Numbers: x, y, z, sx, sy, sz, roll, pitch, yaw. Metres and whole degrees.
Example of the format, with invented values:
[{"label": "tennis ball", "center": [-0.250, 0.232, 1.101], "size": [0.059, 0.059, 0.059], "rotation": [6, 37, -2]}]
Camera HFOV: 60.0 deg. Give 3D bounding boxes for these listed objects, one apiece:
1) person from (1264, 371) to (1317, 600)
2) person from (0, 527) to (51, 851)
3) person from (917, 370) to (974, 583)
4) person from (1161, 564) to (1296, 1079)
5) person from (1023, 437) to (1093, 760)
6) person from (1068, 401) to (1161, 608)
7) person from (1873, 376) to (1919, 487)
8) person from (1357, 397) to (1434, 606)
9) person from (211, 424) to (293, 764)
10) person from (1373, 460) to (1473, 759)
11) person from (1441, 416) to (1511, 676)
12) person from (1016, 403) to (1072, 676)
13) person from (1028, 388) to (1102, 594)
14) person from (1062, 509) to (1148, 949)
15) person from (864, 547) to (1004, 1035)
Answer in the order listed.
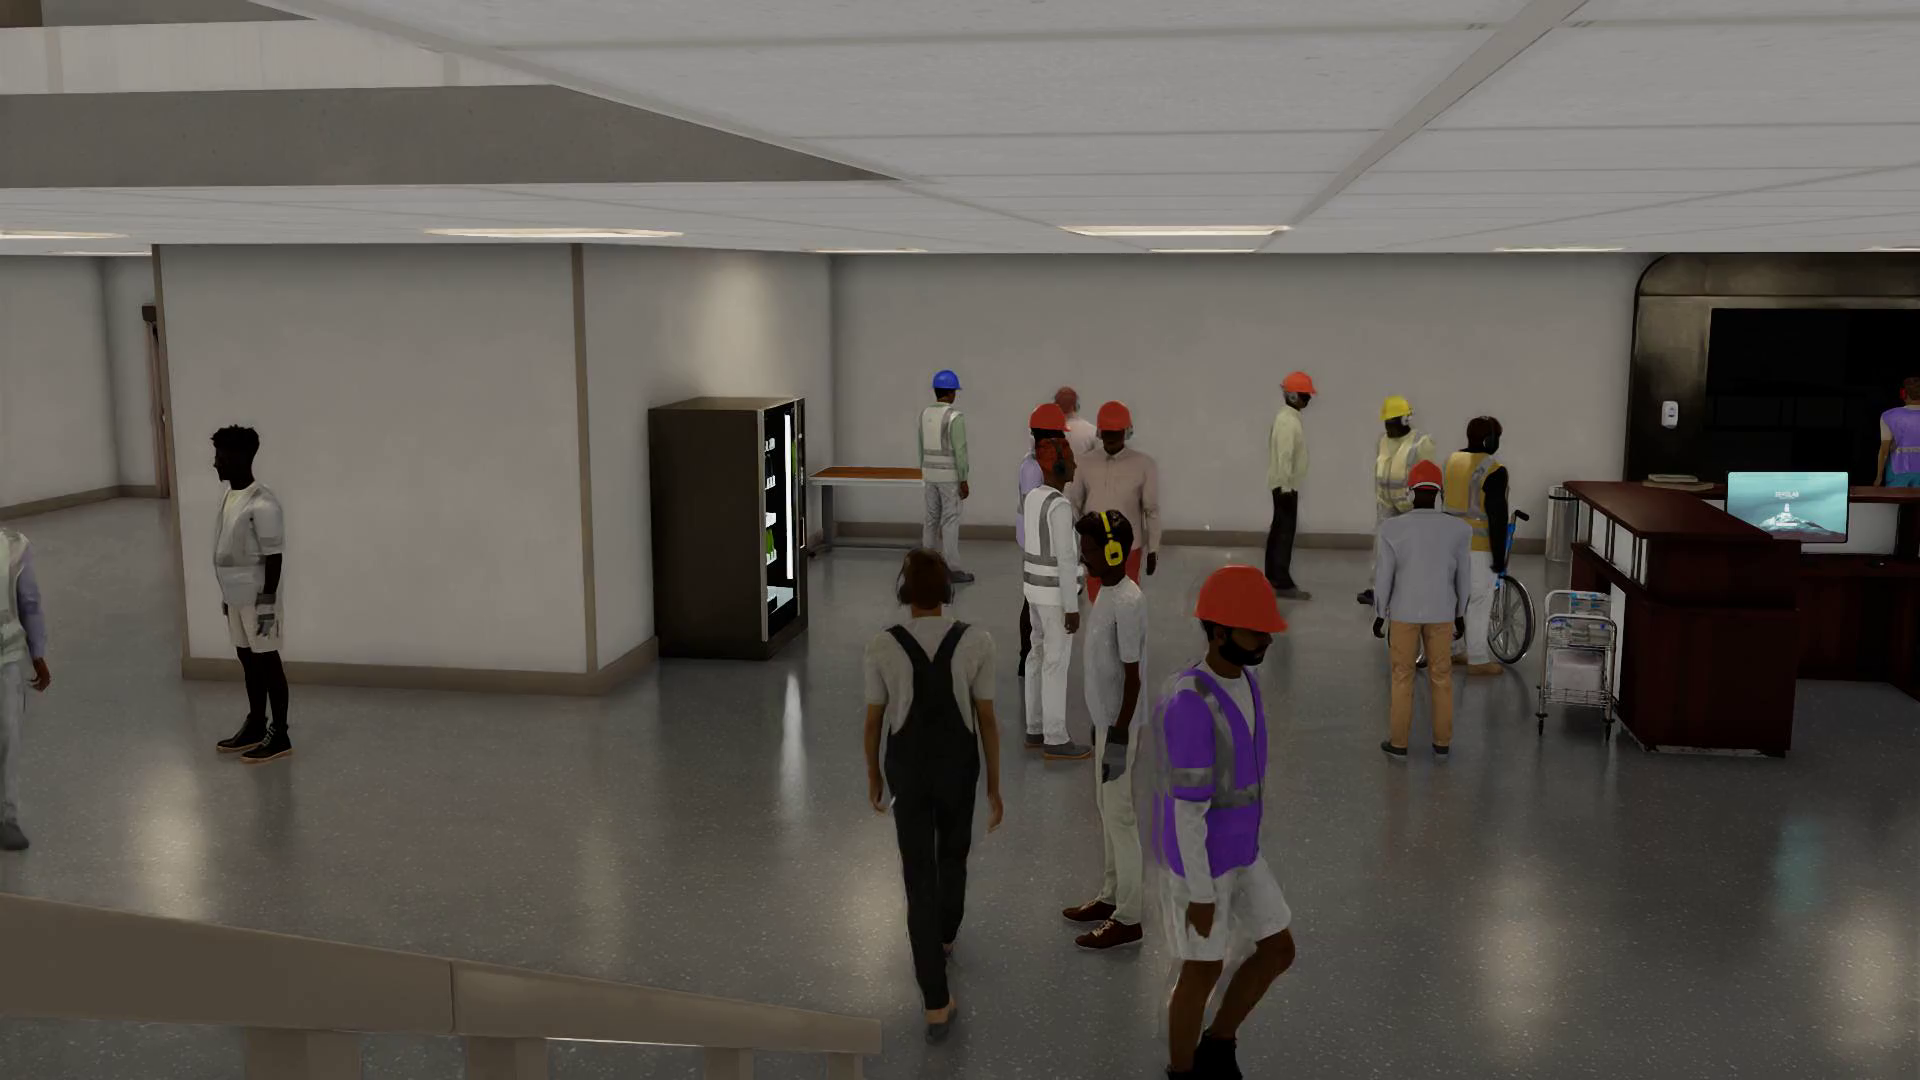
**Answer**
[{"label": "person", "center": [2.881, -0.492, 14.557], "size": [0.396, 1.991, 0.618], "rotation": [2, 9, 11]}, {"label": "person", "center": [-4.756, 0.585, 8.061], "size": [0.459, 1.927, 0.631], "rotation": [7, 12, 37]}, {"label": "person", "center": [-0.139, -0.578, 15.192], "size": [0.384, 1.948, 0.605], "rotation": [-8, 12, -42]}, {"label": "person", "center": [0.873, 1.021, 5.410], "size": [0.474, 1.917, 0.581], "rotation": [6, 11, 32]}, {"label": "person", "center": [0.554, 0.340, 9.730], "size": [0.355, 1.885, 0.575], "rotation": [-3, 10, -19]}, {"label": "person", "center": [1.018, 0.044, 11.258], "size": [0.633, 1.978, 0.428], "rotation": [4, 10, 23]}, {"label": "person", "center": [9.000, -0.624, 15.797], "size": [0.564, 1.846, 0.390], "rotation": [1, 9, 6]}, {"label": "person", "center": [3.700, -0.319, 14.117], "size": [0.868, 1.776, 0.600], "rotation": [-9, 13, -43]}, {"label": "person", "center": [-4.133, 0.307, 9.671], "size": [0.602, 1.967, 0.366], "rotation": [9, 13, 44]}, {"label": "person", "center": [2.689, 0.404, 9.734], "size": [0.566, 1.750, 0.341], "rotation": [0, 9, 0]}, {"label": "person", "center": [3.646, 0.038, 11.763], "size": [0.429, 1.835, 0.629], "rotation": [-4, 10, -21]}, {"label": "person", "center": [0.592, 0.003, 11.678], "size": [0.380, 1.931, 0.545], "rotation": [3, 10, 15]}, {"label": "person", "center": [0.903, -0.368, 14.191], "size": [0.646, 1.846, 0.995], "rotation": [1, 9, 6]}, {"label": "person", "center": [0.625, 0.791, 7.013], "size": [0.328, 1.865, 0.517], "rotation": [-1, 9, -3]}, {"label": "person", "center": [-0.107, 0.914, 6.480], "size": [0.529, 1.780, 1.006], "rotation": [-1, 9, -5]}]
